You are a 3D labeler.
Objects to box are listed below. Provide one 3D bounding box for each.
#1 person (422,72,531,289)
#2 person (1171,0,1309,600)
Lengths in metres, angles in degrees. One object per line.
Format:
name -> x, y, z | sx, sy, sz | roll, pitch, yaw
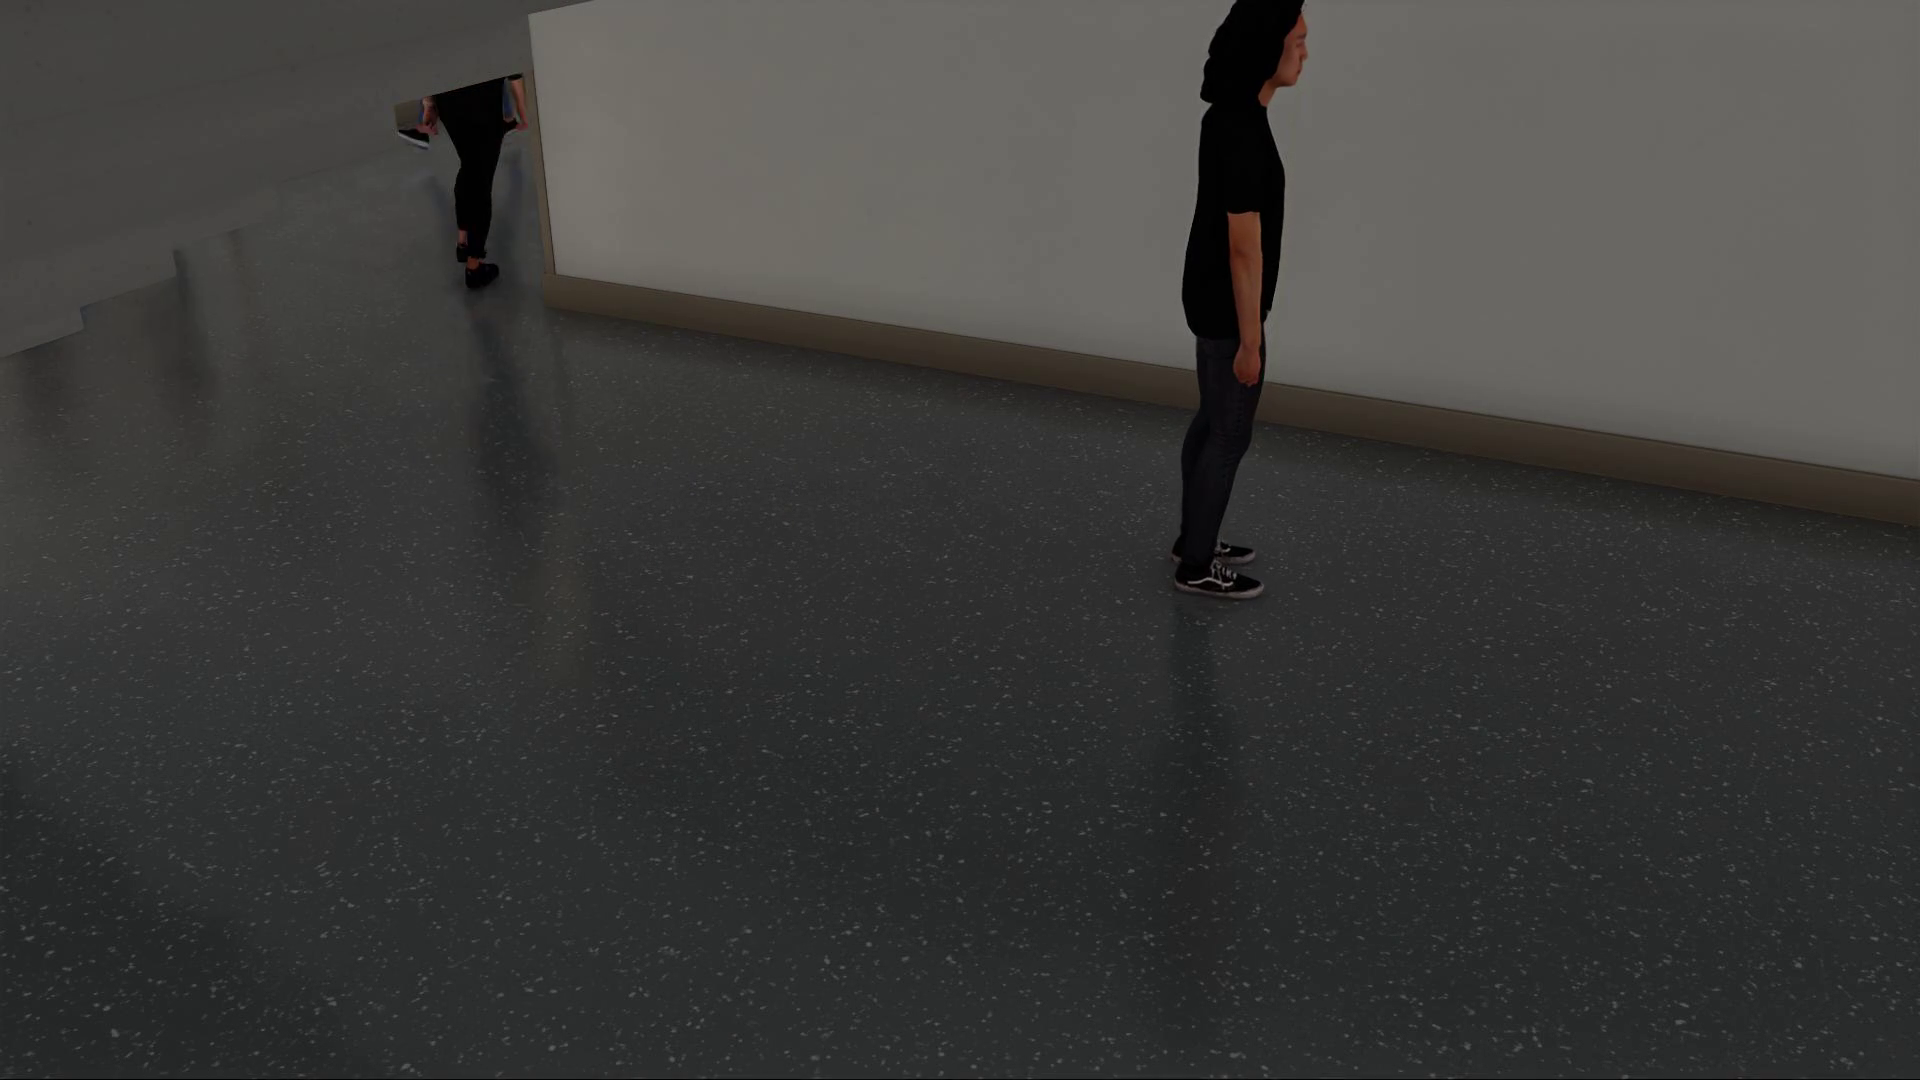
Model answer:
person -> -2.341, -2.015, 7.817 | 0.637, 1.690, 0.743 | 4, 26, 8
person -> 0.786, -0.705, 4.928 | 0.688, 1.826, 0.705 | 0, 26, -1
